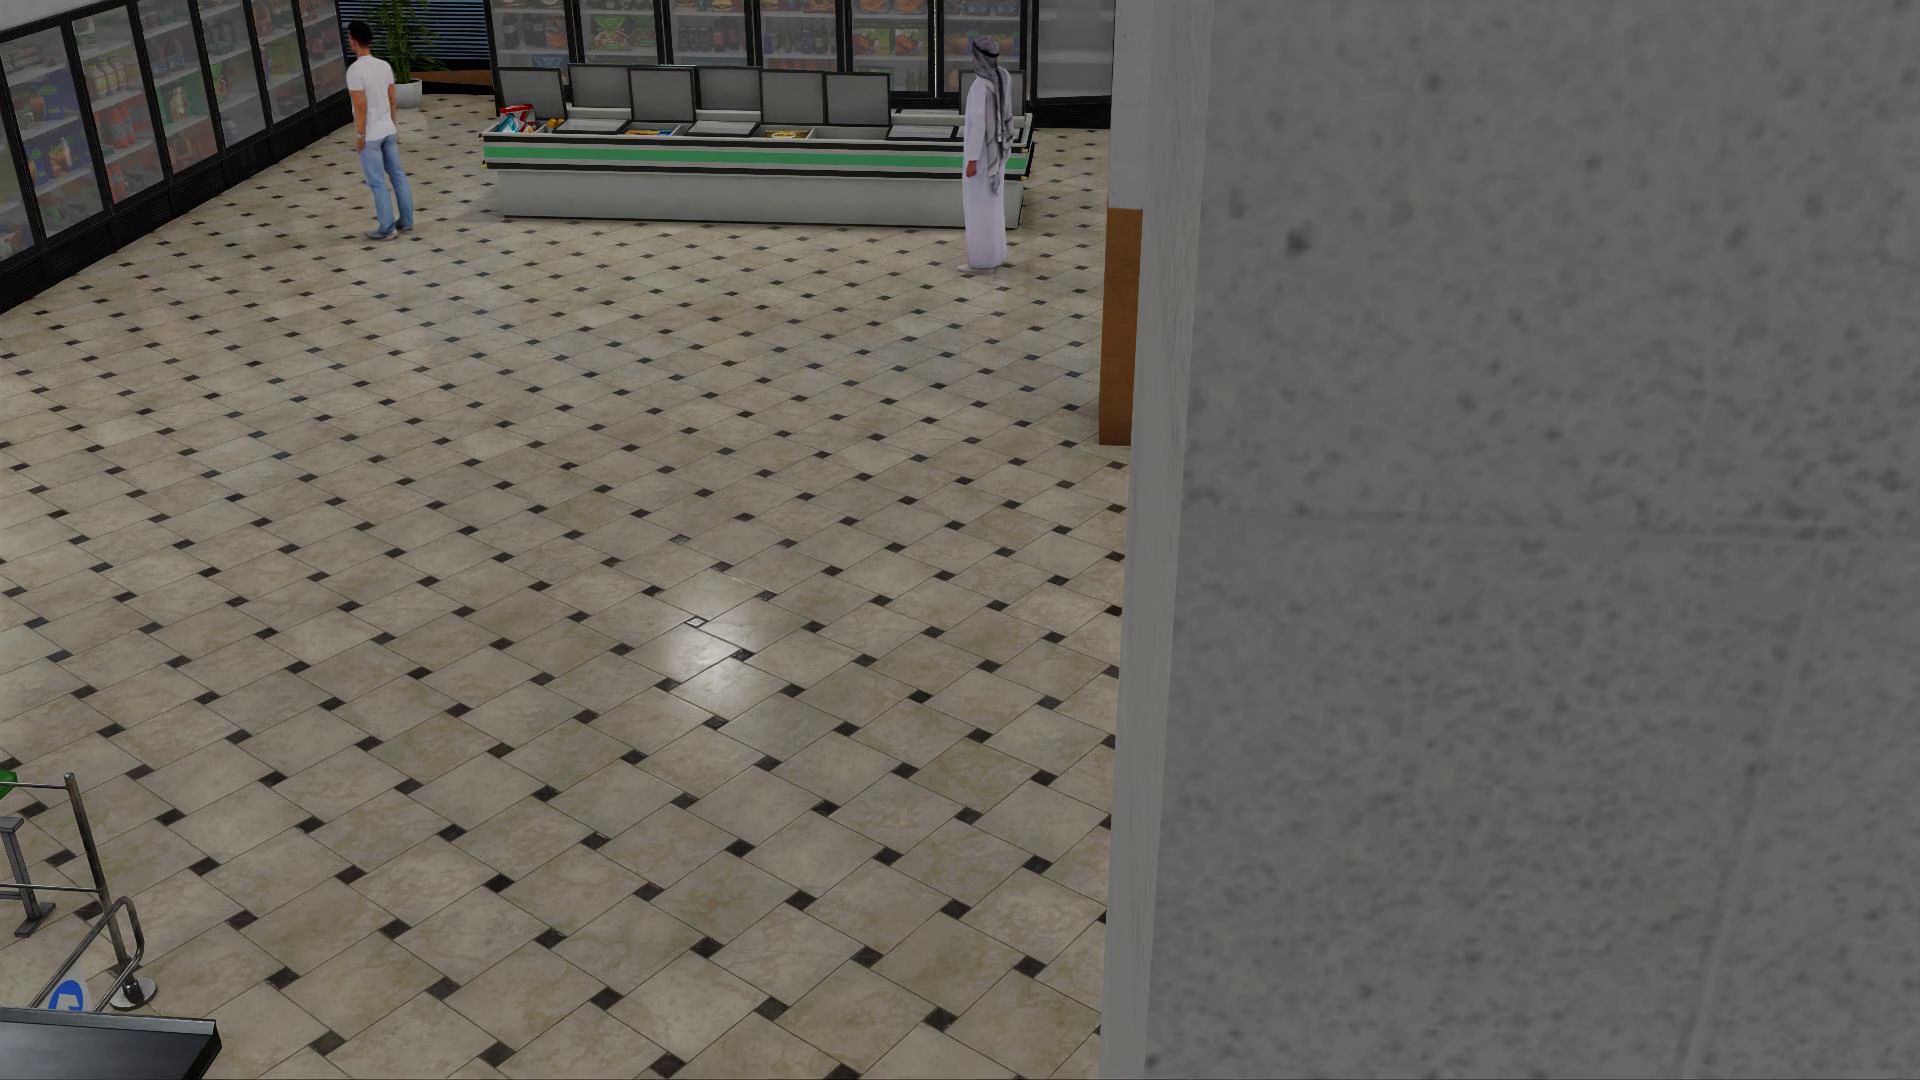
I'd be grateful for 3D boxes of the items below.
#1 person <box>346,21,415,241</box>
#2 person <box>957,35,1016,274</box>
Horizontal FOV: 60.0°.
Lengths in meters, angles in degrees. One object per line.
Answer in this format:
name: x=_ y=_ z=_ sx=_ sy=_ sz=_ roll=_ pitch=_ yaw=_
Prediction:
person: x=-5.107 y=-3.575 z=14.550 sx=0.686 sy=1.864 sz=0.742 roll=12 pitch=29 yaw=22
person: x=0.213 y=-3.165 z=13.671 sx=0.751 sy=1.927 sz=0.761 roll=11 pitch=29 yaw=21
